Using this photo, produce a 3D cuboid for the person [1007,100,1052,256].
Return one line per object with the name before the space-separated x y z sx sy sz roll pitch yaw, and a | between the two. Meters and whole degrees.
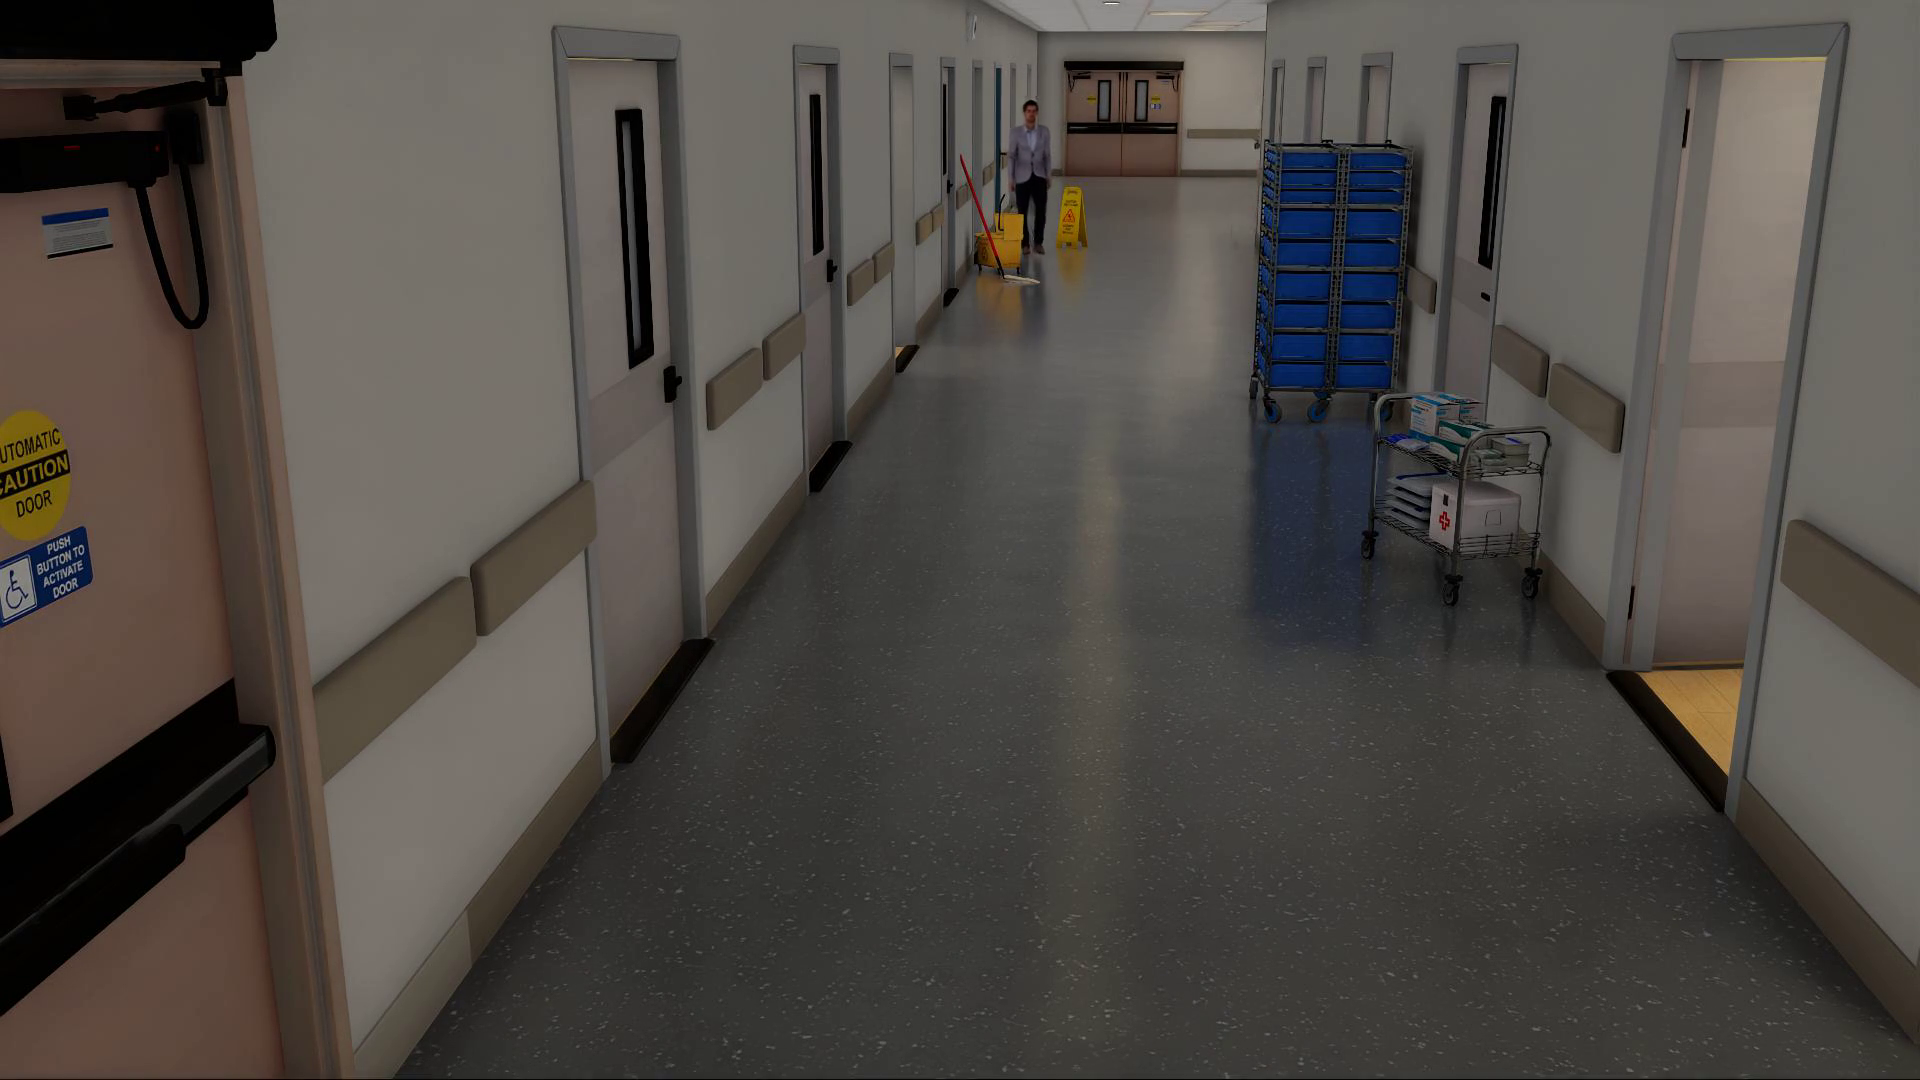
person | 0.847 -4.414 20.298 0.749 1.840 0.764 -1 16 -4
